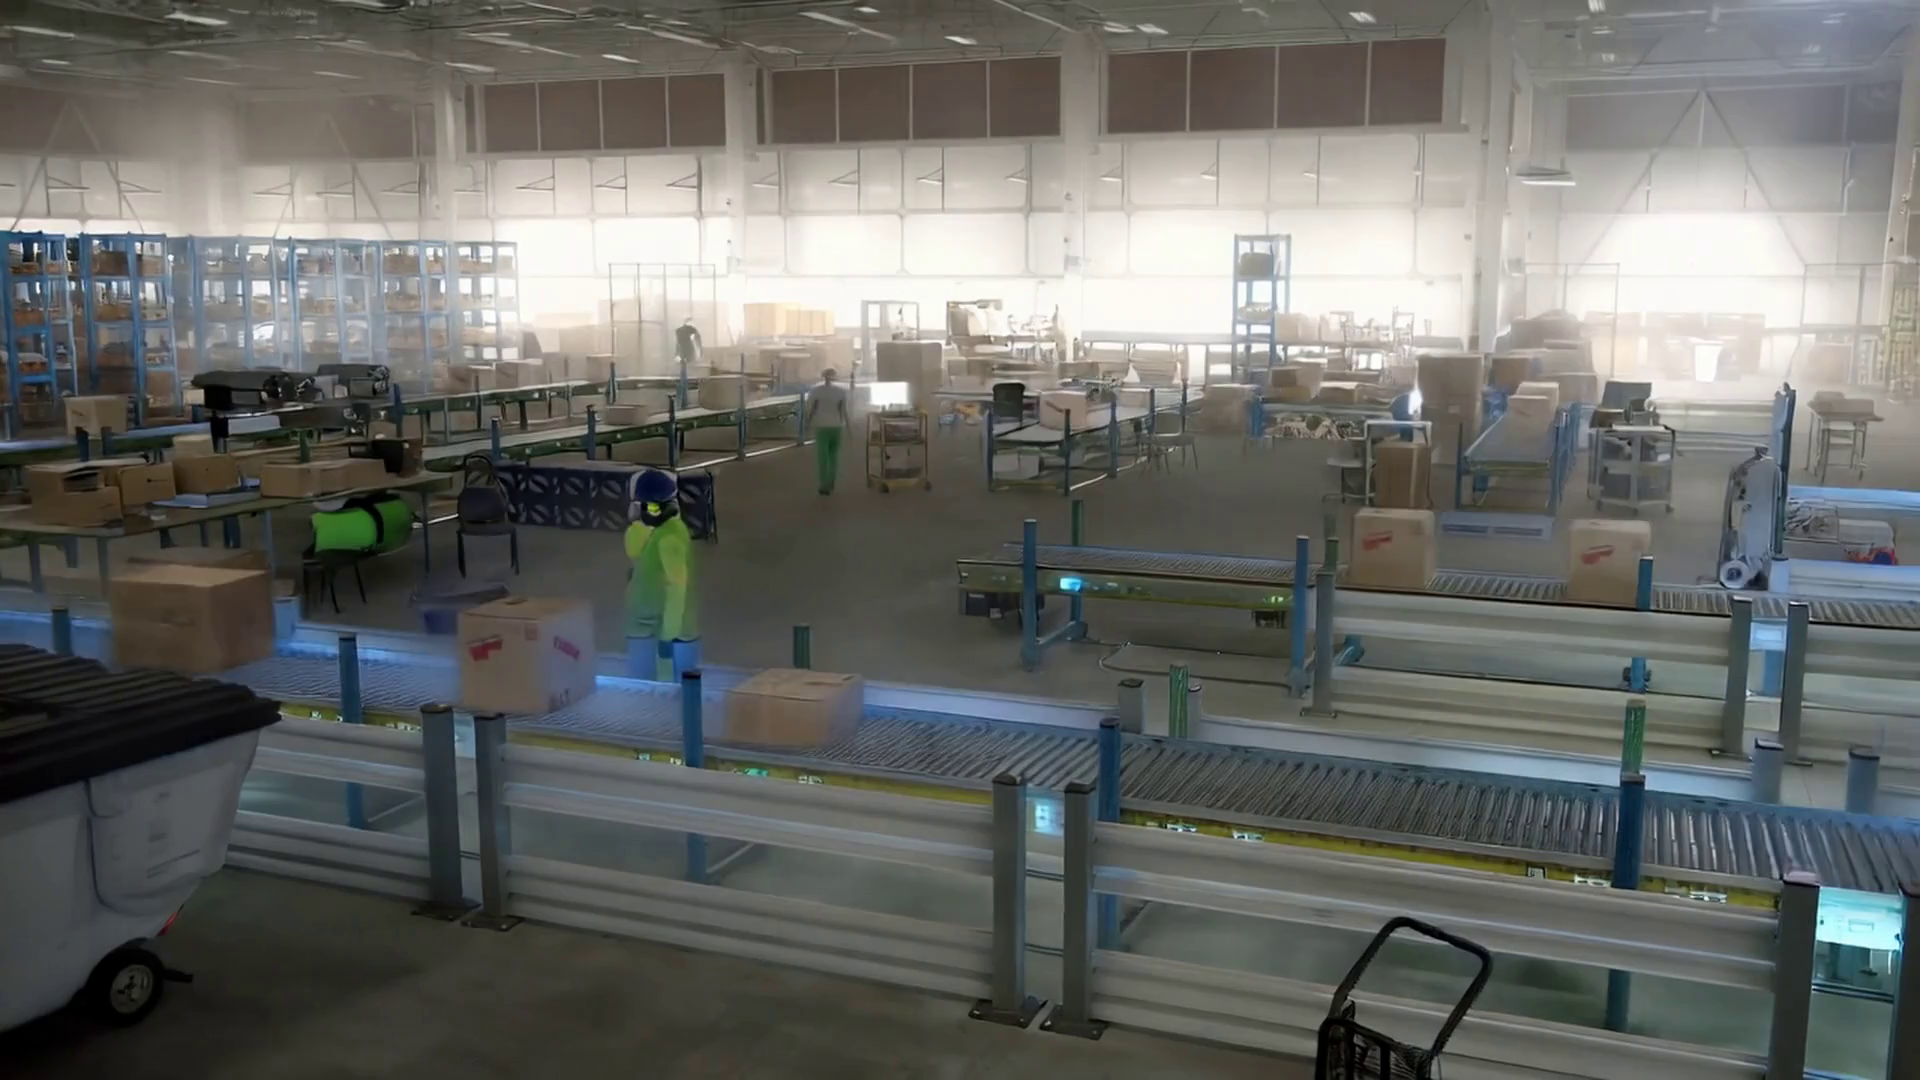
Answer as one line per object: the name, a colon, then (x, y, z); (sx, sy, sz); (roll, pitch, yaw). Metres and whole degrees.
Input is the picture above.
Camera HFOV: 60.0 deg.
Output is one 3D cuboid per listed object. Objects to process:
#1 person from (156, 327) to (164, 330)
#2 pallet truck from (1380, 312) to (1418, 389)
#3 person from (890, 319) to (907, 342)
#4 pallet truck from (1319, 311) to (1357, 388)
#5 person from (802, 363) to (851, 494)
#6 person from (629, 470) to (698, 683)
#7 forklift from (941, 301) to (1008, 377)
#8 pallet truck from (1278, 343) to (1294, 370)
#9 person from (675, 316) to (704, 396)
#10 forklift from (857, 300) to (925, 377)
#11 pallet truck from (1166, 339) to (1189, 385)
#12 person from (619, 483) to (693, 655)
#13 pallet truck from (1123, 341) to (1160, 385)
person: (-17.940, -4.027, 37.336); (0.569, 1.831, 0.411); (-6, 11, -34)
pallet truck: (10.207, -4.283, 38.369); (0.823, 1.965, 1.885); (3, 10, 20)
person: (-1.354, -4.073, 37.584); (0.404, 1.837, 0.589); (-6, 11, -31)
pallet truck: (9.071, -4.419, 39.190); (0.823, 1.965, 1.885); (5, 10, 26)
person: (-1.788, -1.496, 22.267); (0.642, 1.729, 0.652); (-3, 10, -16)
person: (-1.771, 0.490, 9.957); (0.404, 1.828, 0.592); (-2, 10, -11)
forklift: (0.365, -4.966, 41.571); (1.157, 1.987, 2.680); (3, 10, 20)
pallet truck: (7.886, -4.163, 39.743); (0.653, 1.274, 1.630); (4, 10, 22)
person: (-6.314, -4.295, 38.888); (0.670, 1.852, 1.017); (5, 11, 29)
forklift: (-1.732, -5.109, 42.468); (1.157, 1.987, 2.680); (4, 10, 22)
pallet truck: (5.418, -4.269, 40.420); (0.704, 1.261, 1.522); (3, 10, 20)
person: (-2.030, 0.399, 11.046); (0.886, 1.652, 0.543); (7, 11, 35)
pallet truck: (4.445, -4.380, 41.279); (0.680, 1.201, 1.601); (4, 10, 22)
